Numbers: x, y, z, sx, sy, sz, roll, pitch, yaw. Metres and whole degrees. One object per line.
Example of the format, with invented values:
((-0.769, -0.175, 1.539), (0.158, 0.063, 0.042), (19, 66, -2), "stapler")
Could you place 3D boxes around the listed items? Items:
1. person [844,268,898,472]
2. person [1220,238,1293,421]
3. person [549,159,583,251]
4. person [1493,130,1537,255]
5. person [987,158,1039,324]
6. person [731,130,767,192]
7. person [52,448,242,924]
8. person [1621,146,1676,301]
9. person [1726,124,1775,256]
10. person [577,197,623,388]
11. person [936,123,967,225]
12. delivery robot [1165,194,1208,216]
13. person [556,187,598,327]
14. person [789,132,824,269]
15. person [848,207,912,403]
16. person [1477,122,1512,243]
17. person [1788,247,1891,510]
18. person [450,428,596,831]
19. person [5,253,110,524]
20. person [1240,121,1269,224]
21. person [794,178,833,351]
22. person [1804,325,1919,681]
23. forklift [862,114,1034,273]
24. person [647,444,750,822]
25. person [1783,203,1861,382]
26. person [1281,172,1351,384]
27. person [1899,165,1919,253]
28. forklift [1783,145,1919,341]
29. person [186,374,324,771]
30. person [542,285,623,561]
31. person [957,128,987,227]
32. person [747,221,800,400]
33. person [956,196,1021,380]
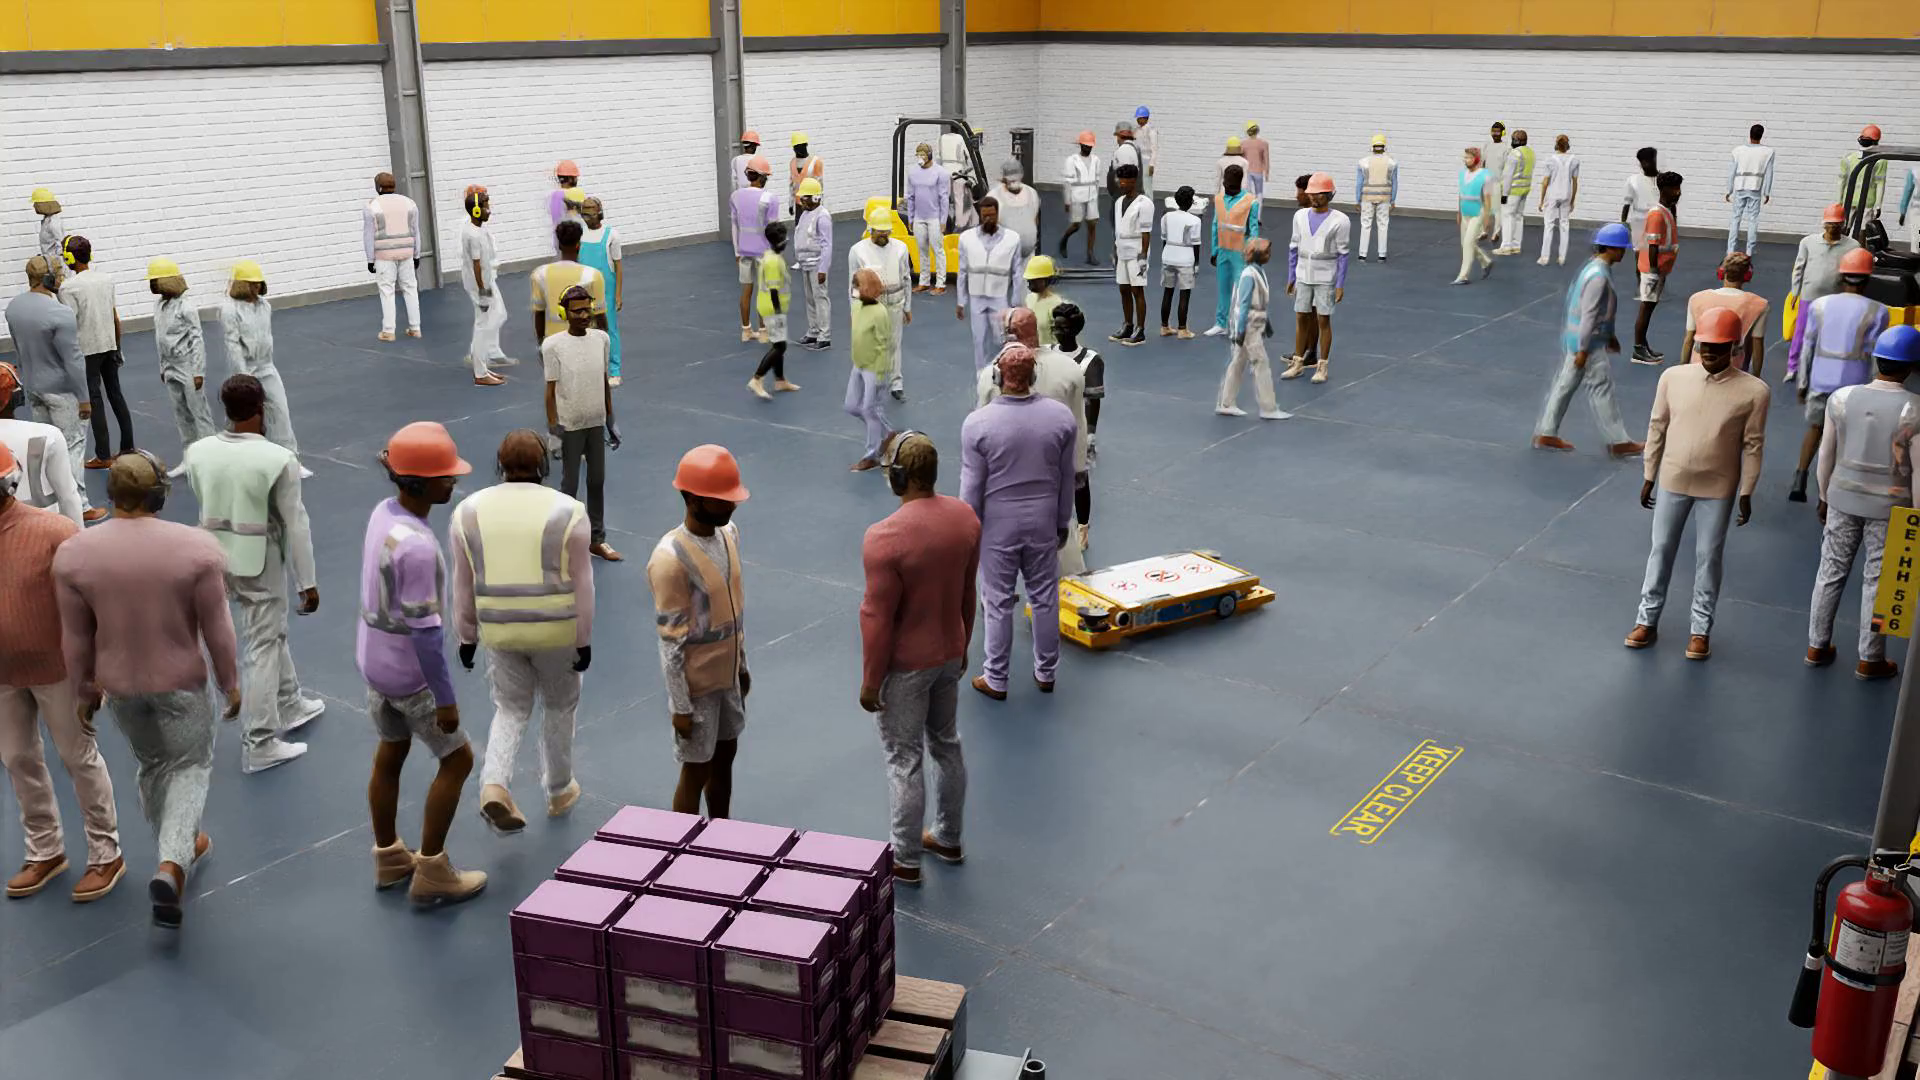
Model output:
((-0.698, -1.346, 13.133), (0.411, 1.618, 0.517), (-12, 21, -32), "person")
((2.682, -1.857, 14.745), (0.765, 1.606, 0.531), (6, 19, 18), "person")
((-4.409, -3.328, 18.854), (0.420, 1.923, 0.571), (-15, 23, -38), "person")
((8.279, -5.175, 24.794), (0.641, 1.828, 0.429), (-15, 23, -38), "person")
((0.576, -3.378, 18.822), (0.701, 2.000, 0.854), (-5, 19, -16), "person")
((-2.901, -4.725, 23.219), (0.542, 1.928, 0.375), (9, 20, 26), "person")
((-3.223, 0.590, 6.635), (0.636, 1.912, 0.817), (-3, 18, -9), "person")
((8.579, -3.937, 20.753), (0.621, 1.922, 0.554), (11, 21, 32), "person")
((11.686, -5.176, 24.646), (0.600, 1.915, 0.376), (9, 20, 26), "person")
((-3.494, -2.383, 16.038), (0.504, 1.840, 0.345), (4, 18, 11), "person")
((-0.097, -5.940, 27.035), (0.589, 1.917, 0.392), (10, 20, 28), "person")
((3.896, -5.768, 28.549), (0.707, 0.478, 0.477), (6, 19, 17), "delivery robot")
((-4.040, -2.910, 17.880), (0.895, 1.722, 0.530), (-15, 23, -39), "person")
((-2.156, -4.736, 23.289), (0.603, 1.910, 0.396), (13, 22, 36), "person")
((-0.732, -2.159, 15.376), (0.601, 1.818, 0.403), (-6, 19, -19), "person")
((8.380, -5.621, 26.139), (0.334, 1.860, 0.509), (-14, 23, -37), "person")
((6.370, -1.137, 12.011), (0.389, 1.926, 0.583), (-15, 23, -38), "person")
((-1.921, 0.433, 7.301), (0.637, 1.811, 0.660), (1, 18, 4), "person")
((-6.362, -1.045, 11.715), (0.635, 1.928, 0.382), (8, 20, 24), "person")
((4.932, -6.192, 28.114), (0.537, 1.738, 0.575), (2, 18, 6), "person")
((-1.577, -2.954, 17.838), (0.404, 1.829, 0.599), (-9, 20, -26), "person")
((4.943, -0.197, 9.022), (0.385, 1.948, 0.603), (-14, 22, -36), "person")
((-0.171, -4.594, 22.377), (2.313, 2.155, 1.214), (1, 18, 3), "forklift")
((-1.002, 0.546, 6.740), (0.393, 1.927, 0.549), (7, 19, 22), "person")
((8.400, -2.394, 16.208), (0.563, 1.752, 0.327), (8, 19, 24), "person")
((3.467, -2.550, 16.226), (0.605, 2.045, 0.388), (14, 22, 37), "person")
((12.887, -4.311, 22.029), (0.754, 1.871, 0.970), (6, 19, 18), "person")
((9.803, -2.879, 17.013), (2.313, 2.155, 1.214), (12, 21, 33), "forklift")
((-3.400, 0.126, 8.136), (0.660, 1.868, 0.814), (5, 18, 16), "person")
((-2.449, -0.735, 10.834), (0.526, 1.869, 0.312), (-17, 24, -42), "person")
((0.240, -5.613, 26.275), (0.413, 1.745, 0.548), (-7, 19, -20), "person")
((-1.777, -2.155, 15.595), (0.464, 1.678, 0.617), (-2, 18, -5), "person")
((0.268, -2.258, 15.548), (0.594, 1.899, 0.434), (1, 18, 4), "person")
